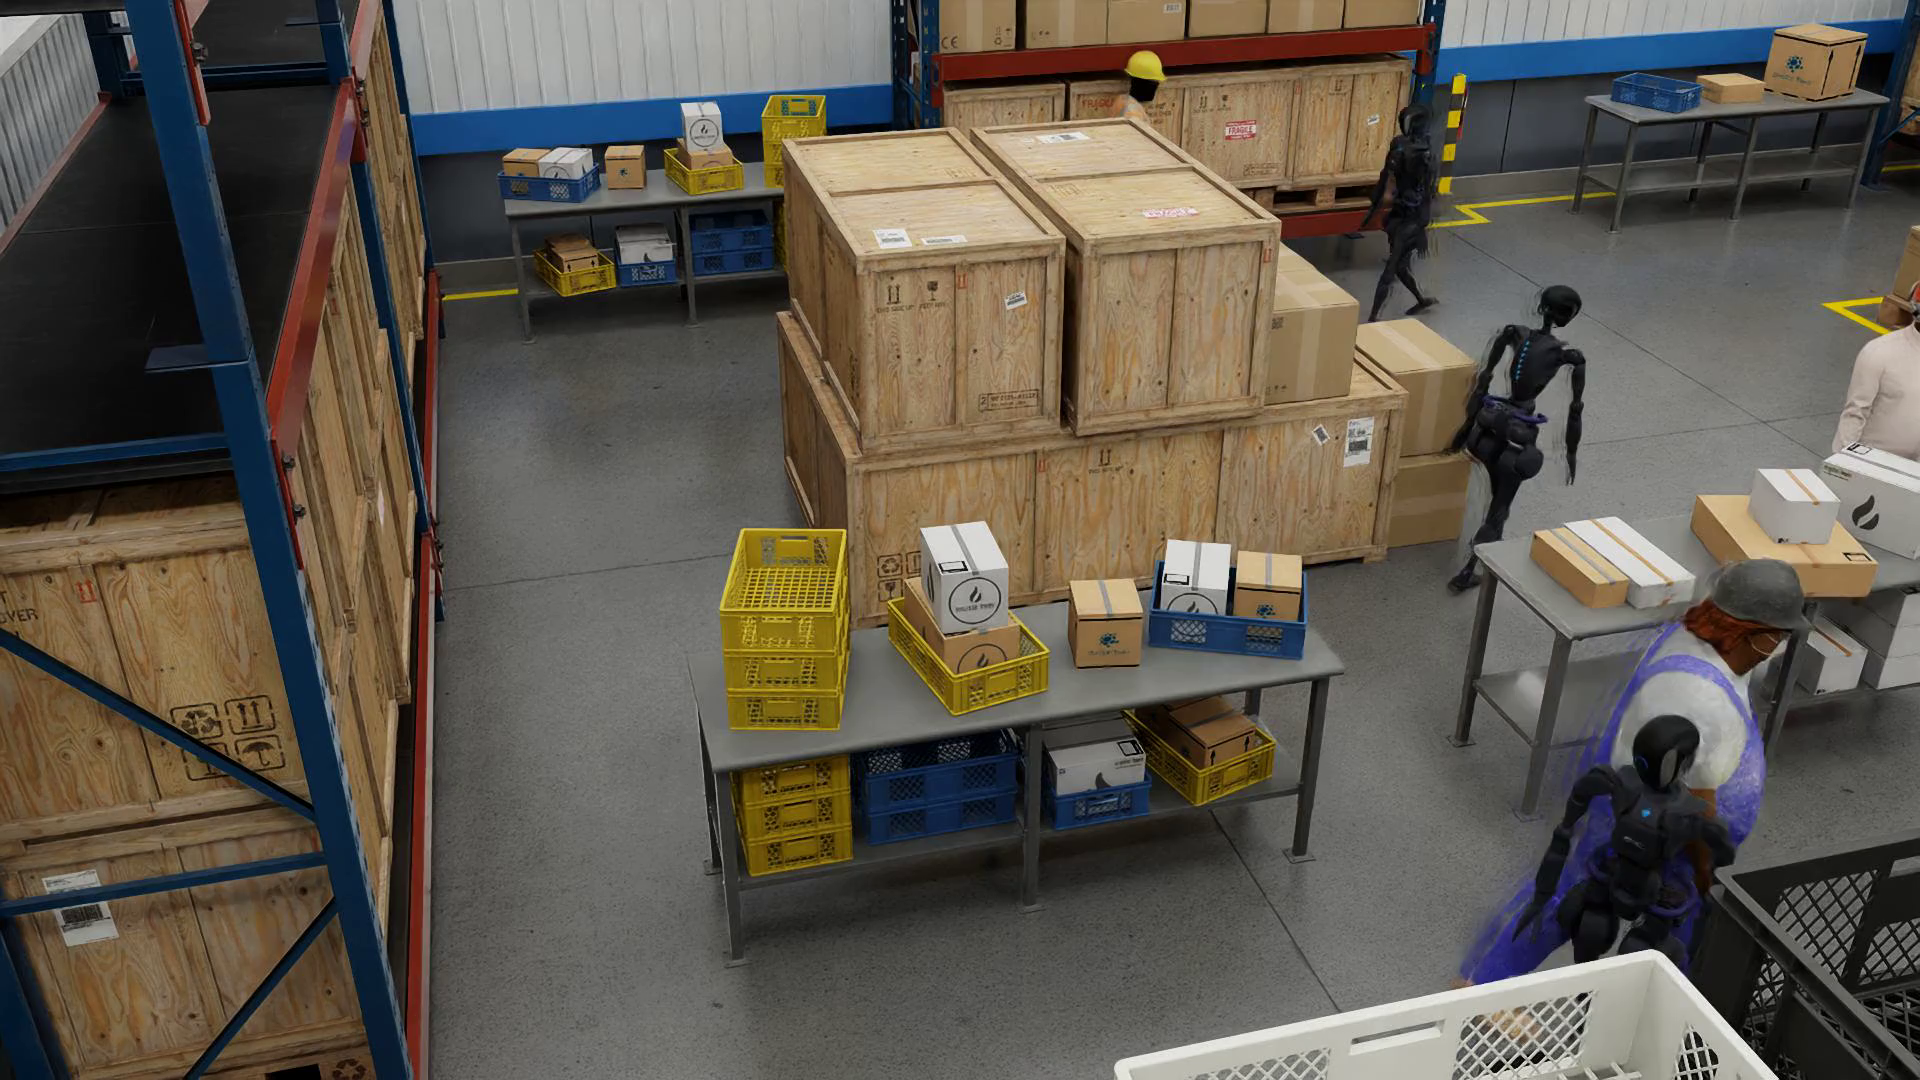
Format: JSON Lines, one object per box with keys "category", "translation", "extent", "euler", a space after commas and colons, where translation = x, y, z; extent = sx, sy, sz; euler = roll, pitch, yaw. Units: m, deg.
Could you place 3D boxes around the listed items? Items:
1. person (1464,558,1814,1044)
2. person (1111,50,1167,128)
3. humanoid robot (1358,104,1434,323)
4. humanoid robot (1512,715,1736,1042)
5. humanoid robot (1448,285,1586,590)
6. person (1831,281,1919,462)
{"category": "person", "translation": [2.339, 0.868, 5.706], "extent": [0.953, 2.000, 0.713], "euler": [15, 32, 24]}
{"category": "person", "translation": [1.239, -2.599, 12.146], "extent": [0.462, 1.938, 0.597], "euler": [0, 29, 0]}
{"category": "humanoid robot", "translation": [3.193, -2.321, 11.922], "extent": [0.758, 1.629, 0.603], "euler": [-7, 30, -12]}
{"category": "humanoid robot", "translation": [2.184, 1.238, 5.467], "extent": [0.760, 1.614, 0.617], "euler": [-23, 36, -36]}
{"category": "humanoid robot", "translation": [2.876, -0.534, 8.656], "extent": [0.727, 1.620, 0.607], "euler": [-17, 33, -29]}
{"category": "person", "translation": [4.493, -0.377, 8.027], "extent": [0.614, 1.986, 0.405], "euler": [-6, 29, -10]}
